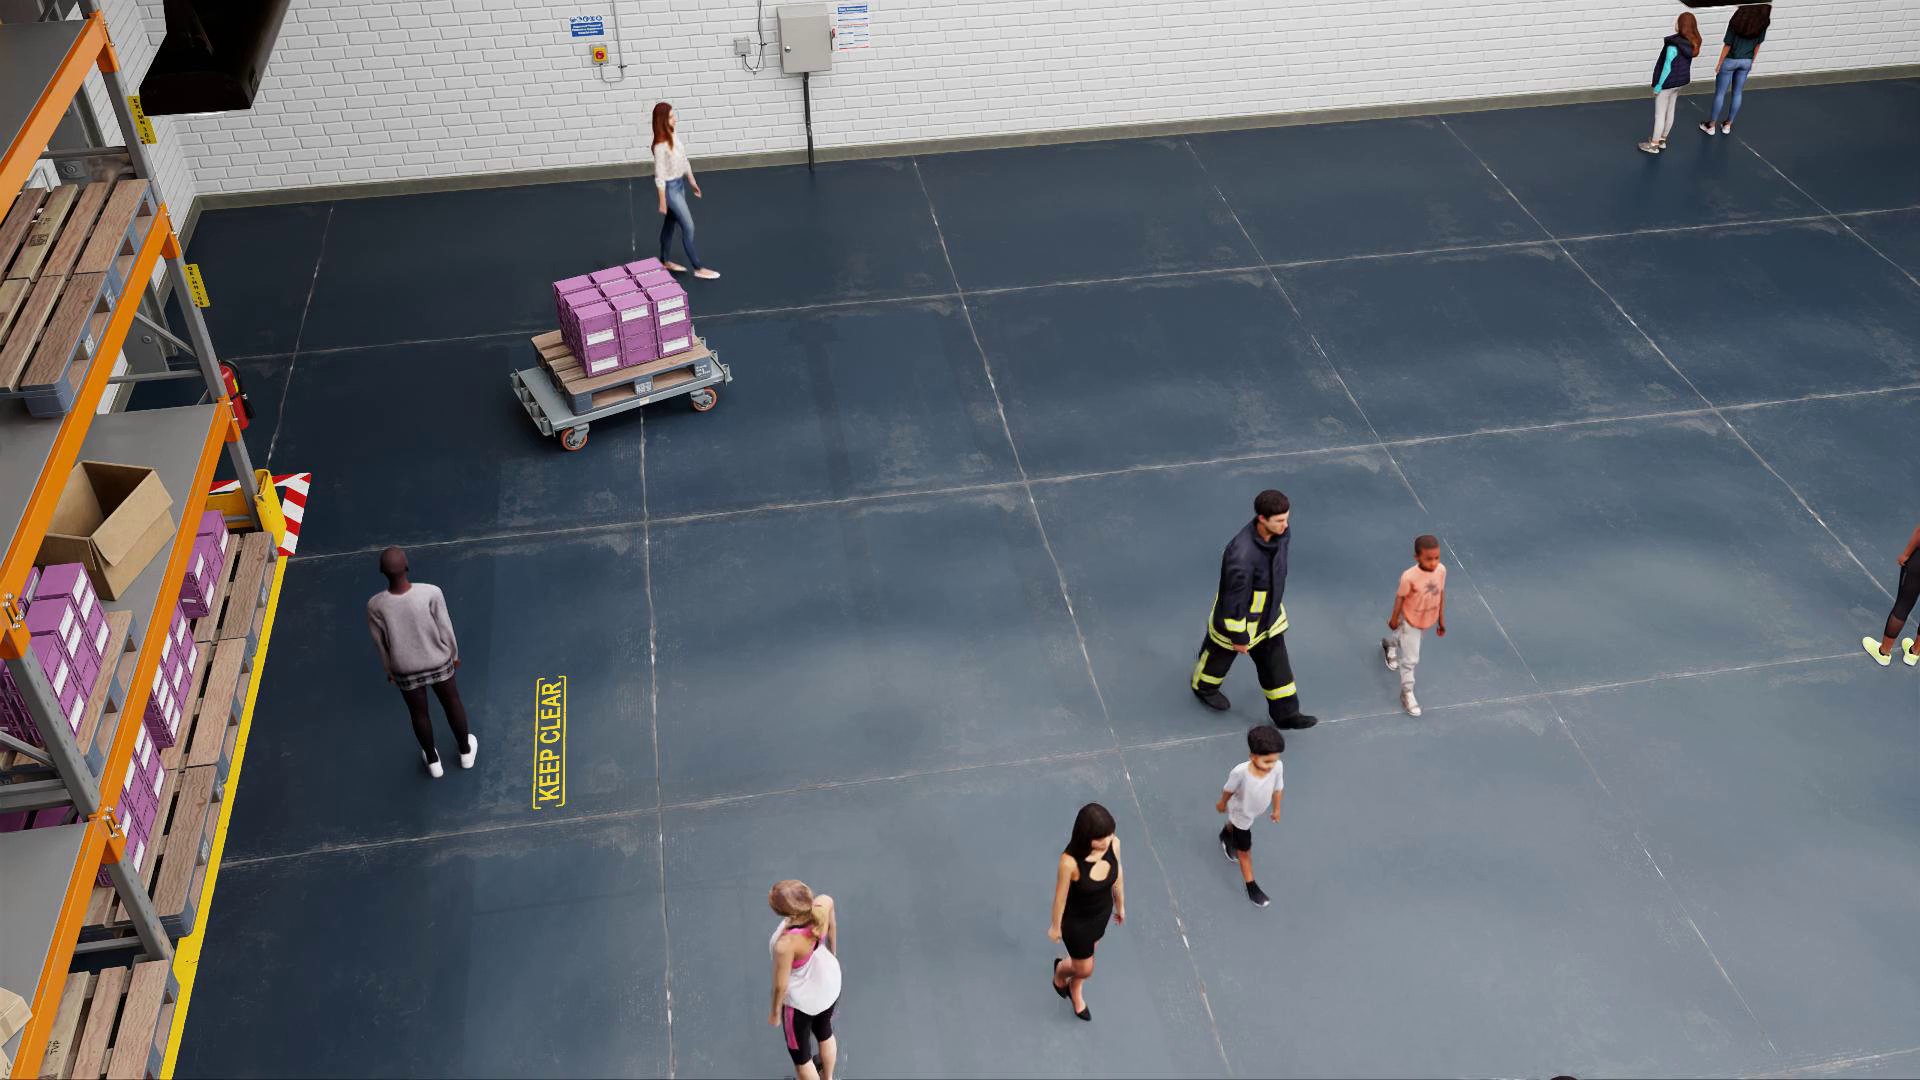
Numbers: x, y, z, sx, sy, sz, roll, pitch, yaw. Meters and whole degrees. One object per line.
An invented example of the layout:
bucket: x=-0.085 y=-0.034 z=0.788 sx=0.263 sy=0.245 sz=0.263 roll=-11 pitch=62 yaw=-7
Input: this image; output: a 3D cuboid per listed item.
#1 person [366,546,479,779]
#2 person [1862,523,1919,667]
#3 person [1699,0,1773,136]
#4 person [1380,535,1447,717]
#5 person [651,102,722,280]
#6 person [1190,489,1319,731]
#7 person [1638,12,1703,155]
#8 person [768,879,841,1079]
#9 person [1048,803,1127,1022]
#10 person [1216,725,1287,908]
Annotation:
person: x=-3.348 y=0.757 z=10.321 sx=0.649 sy=1.771 sz=0.571 roll=-13 pitch=40 yaw=-15
person: x=6.529 y=0.120 z=11.134 sx=0.607 sy=1.753 sz=0.577 roll=2 pitch=39 yaw=2
person: x=8.334 y=-5.146 z=17.838 sx=0.633 sy=1.616 sz=0.637 roll=-1 pitch=39 yaw=-1
person: x=3.013 y=0.465 z=11.066 sx=0.575 sy=1.299 sz=0.922 roll=-12 pitch=40 yaw=-15
person: x=-2.740 y=-3.231 z=15.367 sx=0.824 sy=1.707 sz=0.898 roll=6 pitch=39 yaw=7
person: x=1.774 y=0.394 z=10.686 sx=1.309 sy=1.884 sz=1.184 roll=32 pitch=48 yaw=34
person: x=7.498 y=-4.826 z=17.530 sx=0.672 sy=1.500 sz=0.707 roll=-27 pitch=46 yaw=-30
person: x=-0.755 y=2.281 z=8.410 sx=0.709 sy=1.776 sz=0.762 roll=-29 pitch=47 yaw=-32
person: x=0.620 y=1.955 z=8.926 sx=0.698 sy=1.640 sz=0.737 roll=-23 pitch=44 yaw=-26
person: x=1.680 y=1.511 z=9.823 sx=0.566 sy=1.216 sz=0.921 roll=-10 pitch=40 yaw=-13
